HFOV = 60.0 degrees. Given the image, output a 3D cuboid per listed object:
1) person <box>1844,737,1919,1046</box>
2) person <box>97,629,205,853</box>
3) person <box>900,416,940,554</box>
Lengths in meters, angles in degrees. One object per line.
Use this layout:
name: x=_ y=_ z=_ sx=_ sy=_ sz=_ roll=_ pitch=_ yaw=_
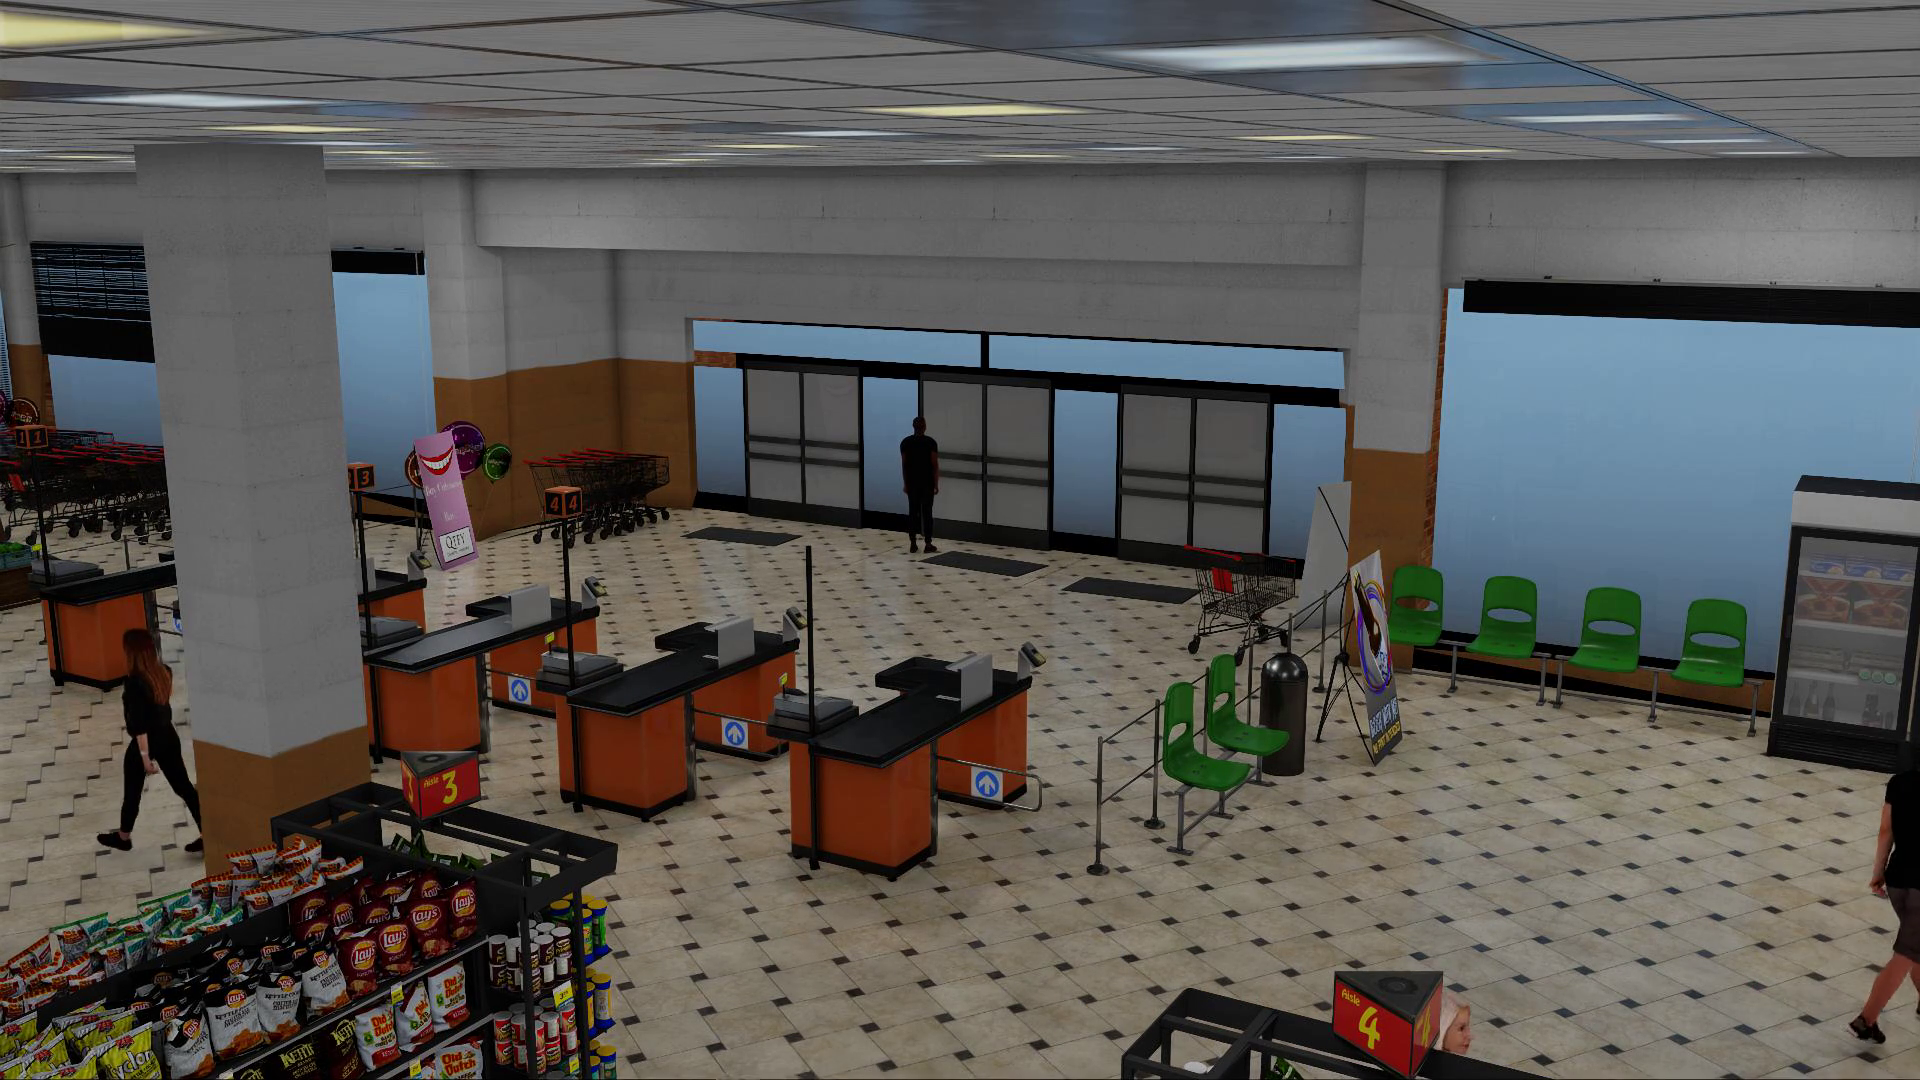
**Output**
person: x=5.292 y=1.949 z=9.265 sx=1.306 sy=1.825 sz=1.135 roll=-6 pitch=13 yaw=-25
person: x=-5.666 y=1.479 z=11.883 sx=0.847 sy=1.666 sz=1.146 roll=4 pitch=12 yaw=16
person: x=-0.527 y=-0.738 z=22.039 sx=0.721 sy=1.819 sz=0.659 roll=3 pitch=12 yaw=14
